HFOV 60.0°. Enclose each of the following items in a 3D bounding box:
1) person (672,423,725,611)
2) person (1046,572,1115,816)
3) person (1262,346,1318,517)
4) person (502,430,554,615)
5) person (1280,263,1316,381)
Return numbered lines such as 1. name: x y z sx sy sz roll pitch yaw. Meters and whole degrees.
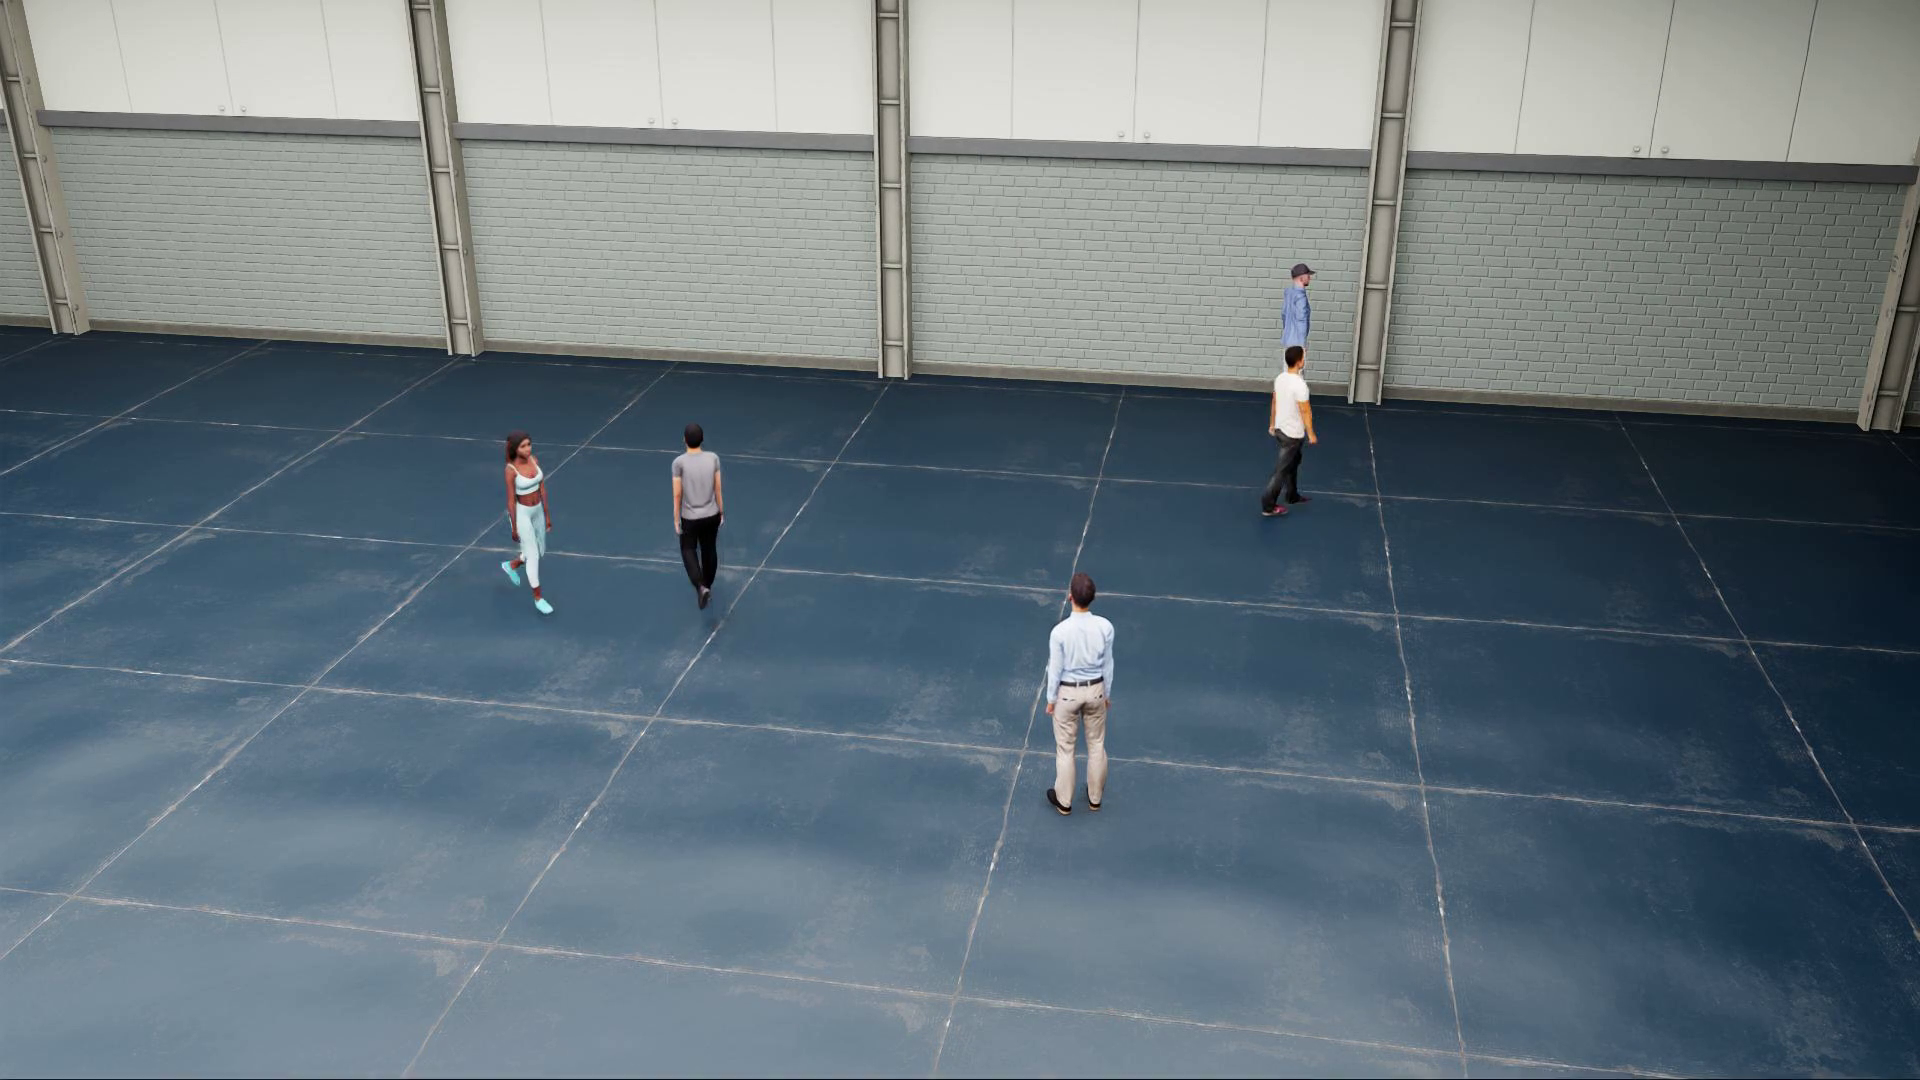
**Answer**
1. person: -2.328 -0.197 14.953 0.973 1.737 0.977 -10 25 -23
2. person: 0.846 1.095 11.772 0.680 1.848 0.796 -5 24 -12
3. person: 3.282 -1.087 16.986 0.979 1.783 0.860 -6 24 -14
4. person: -3.938 -0.195 14.982 0.990 1.710 0.777 14 27 30
5. person: 4.011 -2.375 19.882 0.701 1.887 0.726 -4 23 -10
